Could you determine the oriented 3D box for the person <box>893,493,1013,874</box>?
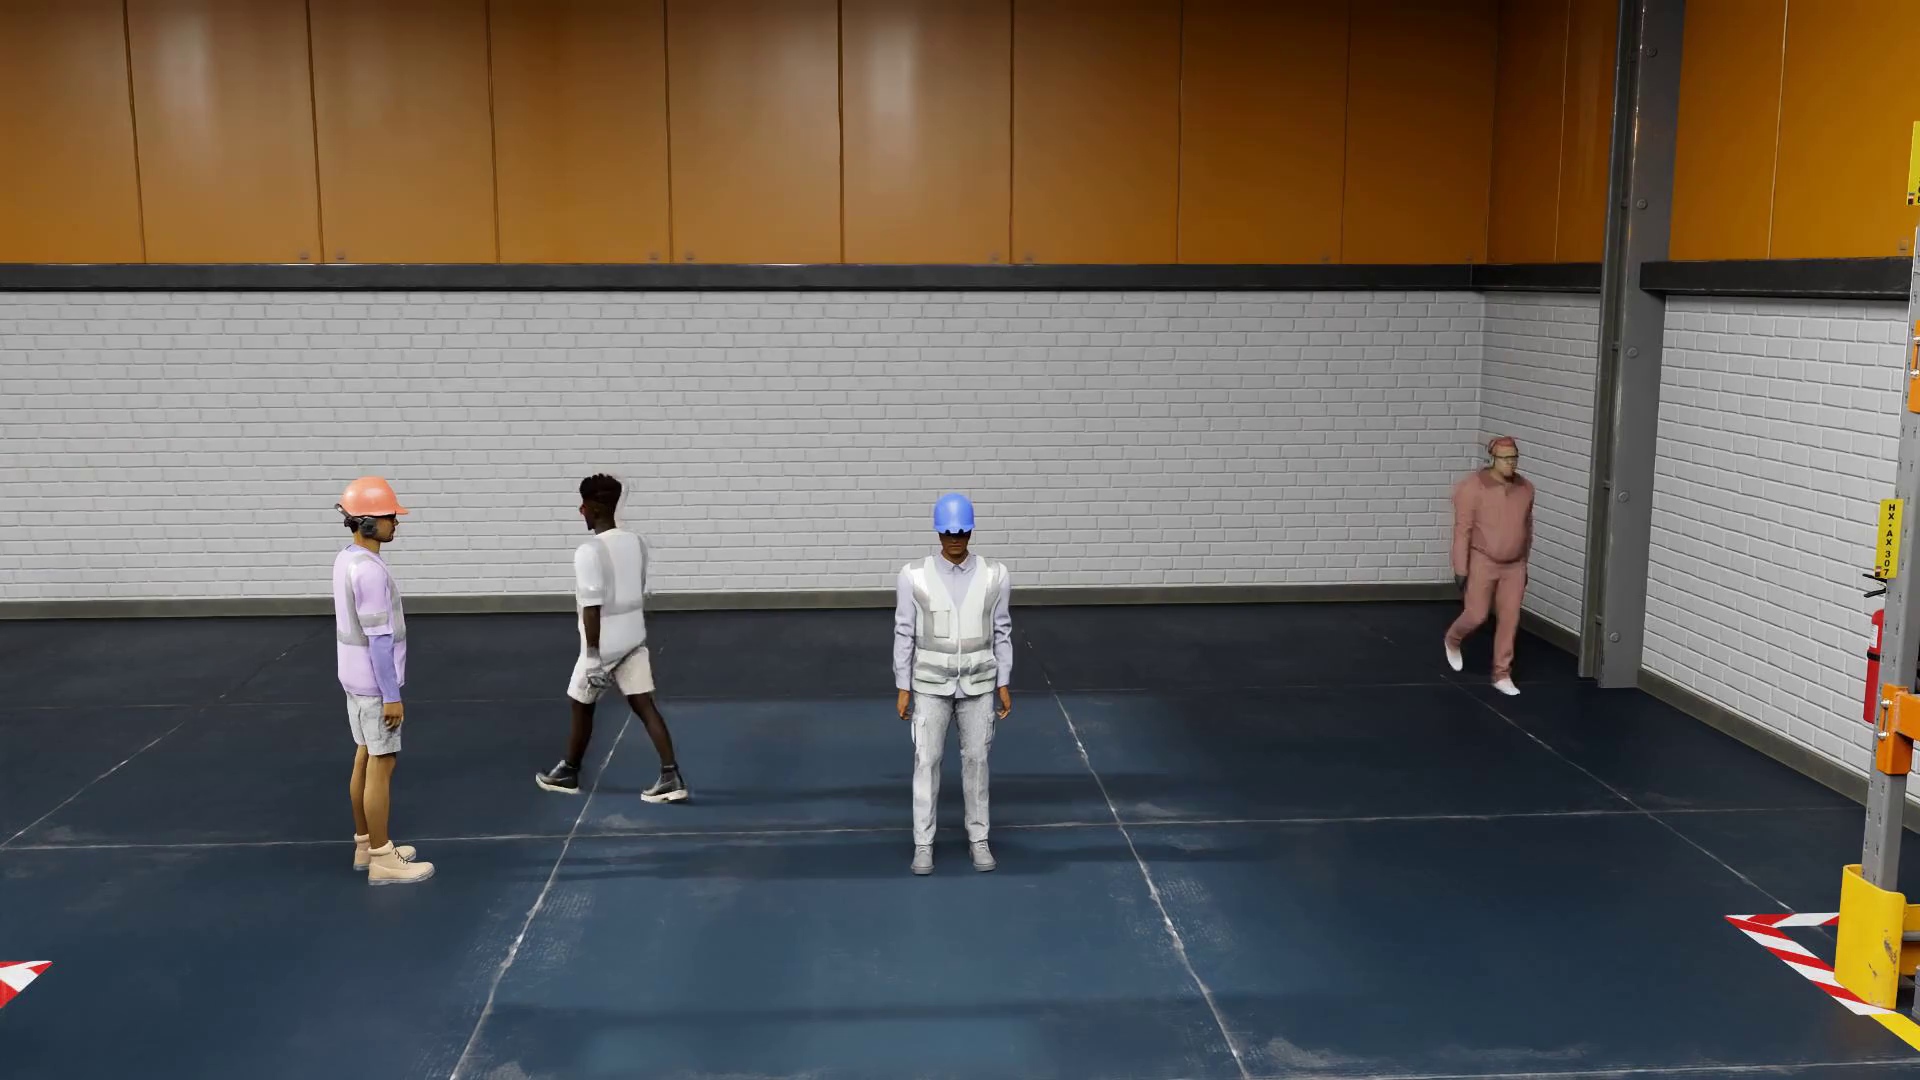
[{"bbox_3d":[-0.033,0.726,8.449,0.614,1.947,0.388,-1,9,-8],"label":"person"}]

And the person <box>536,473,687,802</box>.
[{"bbox_3d":[-1.997,0.566,9.577,1.023,1.914,0.622,5,10,27],"label":"person"}]

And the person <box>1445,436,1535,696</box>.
[{"bbox_3d":[3.888,0.161,12.228,0.639,1.884,0.735,-2,9,-12],"label":"person"}]

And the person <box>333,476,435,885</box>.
[{"bbox_3d":[-2.910,0.698,8.329,0.371,2.044,0.608,-6,11,-32],"label":"person"}]
